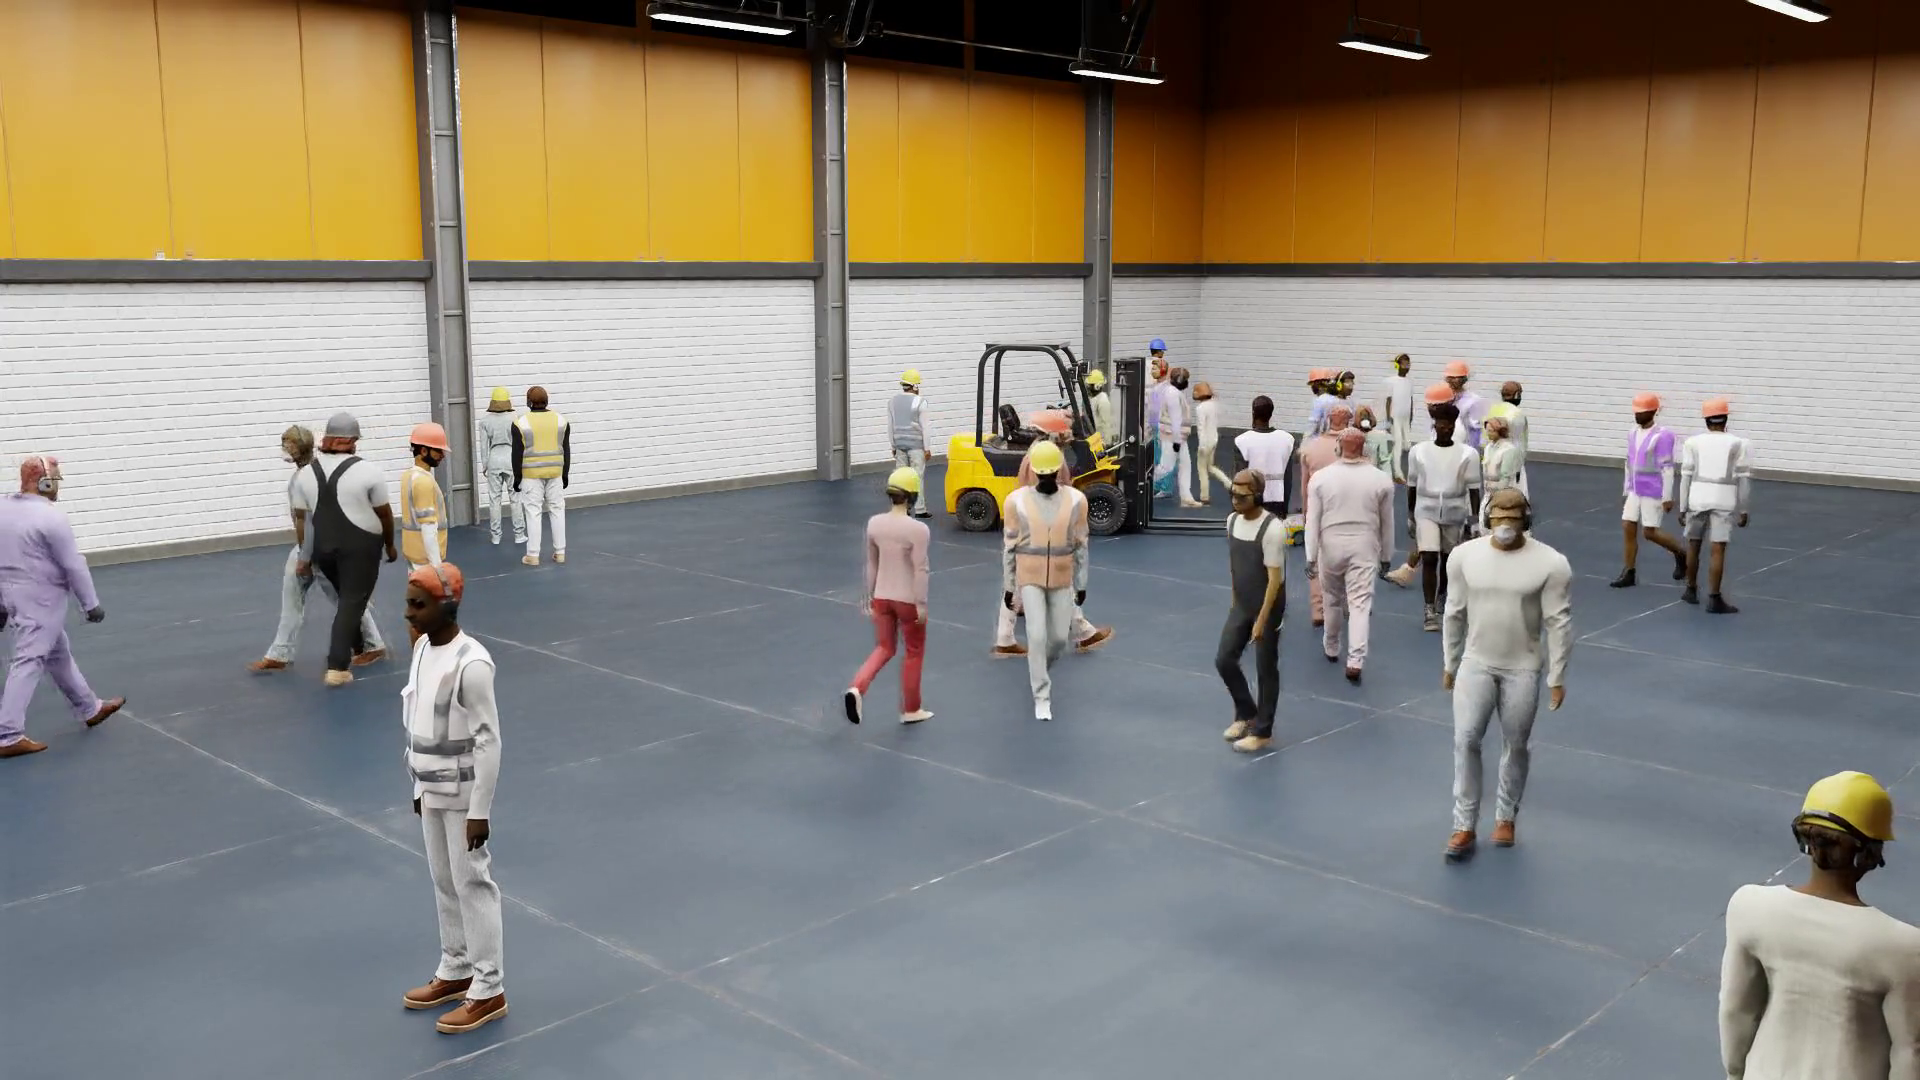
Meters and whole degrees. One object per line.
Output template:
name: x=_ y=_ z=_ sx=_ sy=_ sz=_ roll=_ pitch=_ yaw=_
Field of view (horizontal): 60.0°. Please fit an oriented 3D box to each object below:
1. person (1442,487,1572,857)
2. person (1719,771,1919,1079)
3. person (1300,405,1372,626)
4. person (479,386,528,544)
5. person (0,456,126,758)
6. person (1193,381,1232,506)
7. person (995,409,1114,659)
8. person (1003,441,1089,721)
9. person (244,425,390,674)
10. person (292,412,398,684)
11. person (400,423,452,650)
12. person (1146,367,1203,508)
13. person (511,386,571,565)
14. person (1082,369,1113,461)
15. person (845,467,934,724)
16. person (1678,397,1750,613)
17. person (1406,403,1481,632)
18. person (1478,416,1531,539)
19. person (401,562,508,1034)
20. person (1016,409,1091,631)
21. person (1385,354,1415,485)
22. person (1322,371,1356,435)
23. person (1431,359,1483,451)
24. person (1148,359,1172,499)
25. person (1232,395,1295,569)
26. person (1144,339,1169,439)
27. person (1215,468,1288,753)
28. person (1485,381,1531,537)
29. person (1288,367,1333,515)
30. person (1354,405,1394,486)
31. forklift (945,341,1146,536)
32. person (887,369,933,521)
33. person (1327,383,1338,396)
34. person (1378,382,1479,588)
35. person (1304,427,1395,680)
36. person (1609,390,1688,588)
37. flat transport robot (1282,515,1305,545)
person: x=2.780 y=0.693 z=8.556 sx=0.656 sy=1.910 sz=0.801 roll=5 pitch=10 yaw=26
person: x=2.237 y=1.464 z=4.318 sx=0.328 sy=1.760 sz=0.523 roll=-8 pitch=12 yaw=-40
person: x=3.273 y=-0.222 z=14.284 sx=0.665 sy=1.872 sz=0.815 roll=6 pitch=11 yaw=33
person: x=-5.049 y=-0.826 z=18.398 sx=0.484 sy=1.745 sz=0.297 roll=-1 pitch=9 yaw=-7
person: x=-5.745 y=0.395 z=10.561 sx=0.645 sy=1.853 sz=1.007 roll=6 pitch=11 yaw=32
person: x=3.224 y=-1.220 z=21.197 sx=0.528 sy=1.608 sz=0.526 roll=5 pitch=10 yaw=28
person: x=0.723 y=-0.048 z=13.011 sx=1.034 sy=1.931 sz=0.626 roll=-4 pitch=10 yaw=-25
person: x=0.577 y=0.243 z=11.404 sx=0.591 sy=1.891 sz=0.723 roll=-1 pitch=9 yaw=-7
person: x=-4.834 y=0.070 z=12.499 sx=1.018 sy=1.892 sz=0.630 roll=-7 pitch=11 yaw=-35
person: x=-4.544 y=0.017 z=12.320 sx=0.675 sy=2.000 sz=0.996 roll=2 pitch=10 yaw=14
person: x=-3.853 y=0.111 z=12.095 sx=0.374 sy=1.927 sz=0.542 roll=-5 pitch=11 yaw=-29
person: x=2.641 y=-1.303 z=21.151 sx=0.878 sy=1.795 sz=0.621 roll=2 pitch=10 yaw=14
person: x=-4.312 y=-0.664 z=17.102 sx=0.626 sy=1.846 sz=0.429 roll=-6 pitch=11 yaw=-34
person: x=1.708 y=-1.262 z=20.992 sx=0.975 sy=1.783 sz=0.595 roll=-1 pitch=9 yaw=-4
person: x=-0.446 y=0.389 z=10.939 sx=0.527 sy=1.743 sz=0.642 roll=7 pitch=12 yaw=37
person: x=6.729 y=-0.308 z=14.825 sx=0.594 sy=1.891 sz=0.691 roll=6 pitch=11 yaw=31
person: x=4.136 y=-0.231 z=14.249 sx=0.613 sy=1.919 sz=1.035 roll=3 pitch=10 yaw=16
person: x=5.407 y=-0.439 z=16.472 sx=0.839 sy=1.596 sz=0.487 roll=-3 pitch=10 yaw=-20
person: x=-2.040 y=1.017 z=6.666 sx=0.341 sy=1.883 sz=0.587 roll=-8 pitch=12 yaw=-40
person: x=0.771 y=-0.184 z=14.153 sx=0.556 sy=1.862 sz=0.798 roll=-2 pitch=9 yaw=-11
person: x=6.179 y=-1.714 z=23.514 sx=0.516 sy=1.855 sz=0.602 roll=-4 pitch=10 yaw=-25
person: x=4.424 y=-1.029 z=19.285 sx=0.567 sy=1.855 sz=0.375 roll=-7 pitch=12 yaw=-37
person: x=5.507 y=-1.006 z=18.617 sx=0.448 sy=2.030 sz=0.633 roll=-9 pitch=13 yaw=-44
person: x=2.673 y=-1.470 z=22.028 sx=0.390 sy=1.847 sz=0.562 roll=-2 pitch=10 yaw=-13
person: x=2.682 y=-0.320 z=14.762 sx=0.589 sy=1.920 sz=0.398 roll=-3 pitch=10 yaw=-19
person: x=3.057 y=-2.187 z=26.124 sx=0.402 sy=1.943 sz=0.609 roll=-7 pitch=11 yaw=-36
person: x=1.822 y=0.448 z=10.356 sx=0.461 sy=1.818 sz=0.521 roll=-7 pitch=12 yaw=-37
person: x=5.998 y=-0.814 z=18.099 sx=0.540 sy=1.823 sz=0.626 roll=-3 pitch=10 yaw=-19
person: x=4.138 y=-1.067 z=19.442 sx=0.947 sy=1.874 sz=0.570 roll=5 pitch=10 yaw=28
person: x=4.265 y=-0.596 z=17.406 sx=0.517 sy=1.610 sz=0.677 roll=-2 pitch=9 yaw=-12
forklift: x=0.977 y=-1.223 z=19.452 sx=2.313 sy=2.155 sz=1.214 roll=2 pitch=9 yaw=11
person: x=-0.587 y=-1.152 z=20.117 sx=0.586 sy=1.835 sz=0.403 roll=6 pitch=11 yaw=32
person: x=4.623 y=-1.053 z=20.002 sx=0.725 sy=1.676 sz=0.540 roll=4 pitch=10 yaw=23
person: x=4.555 y=-0.499 z=15.673 sx=1.095 sy=1.975 sz=0.638 roll=-1 pitch=9 yaw=-7
person: x=2.915 y=0.086 z=12.472 sx=0.658 sy=1.856 sz=1.025 roll=2 pitch=9 yaw=10
person: x=6.597 y=-0.482 z=15.795 sx=0.703 sy=1.909 sz=0.581 roll=-3 pitch=10 yaw=-16
flat transport robot: x=3.786 y=-0.131 z=18.642 sx=1.431 sy=0.197 sz=0.652 roll=-7 pitch=11 yaw=-35
